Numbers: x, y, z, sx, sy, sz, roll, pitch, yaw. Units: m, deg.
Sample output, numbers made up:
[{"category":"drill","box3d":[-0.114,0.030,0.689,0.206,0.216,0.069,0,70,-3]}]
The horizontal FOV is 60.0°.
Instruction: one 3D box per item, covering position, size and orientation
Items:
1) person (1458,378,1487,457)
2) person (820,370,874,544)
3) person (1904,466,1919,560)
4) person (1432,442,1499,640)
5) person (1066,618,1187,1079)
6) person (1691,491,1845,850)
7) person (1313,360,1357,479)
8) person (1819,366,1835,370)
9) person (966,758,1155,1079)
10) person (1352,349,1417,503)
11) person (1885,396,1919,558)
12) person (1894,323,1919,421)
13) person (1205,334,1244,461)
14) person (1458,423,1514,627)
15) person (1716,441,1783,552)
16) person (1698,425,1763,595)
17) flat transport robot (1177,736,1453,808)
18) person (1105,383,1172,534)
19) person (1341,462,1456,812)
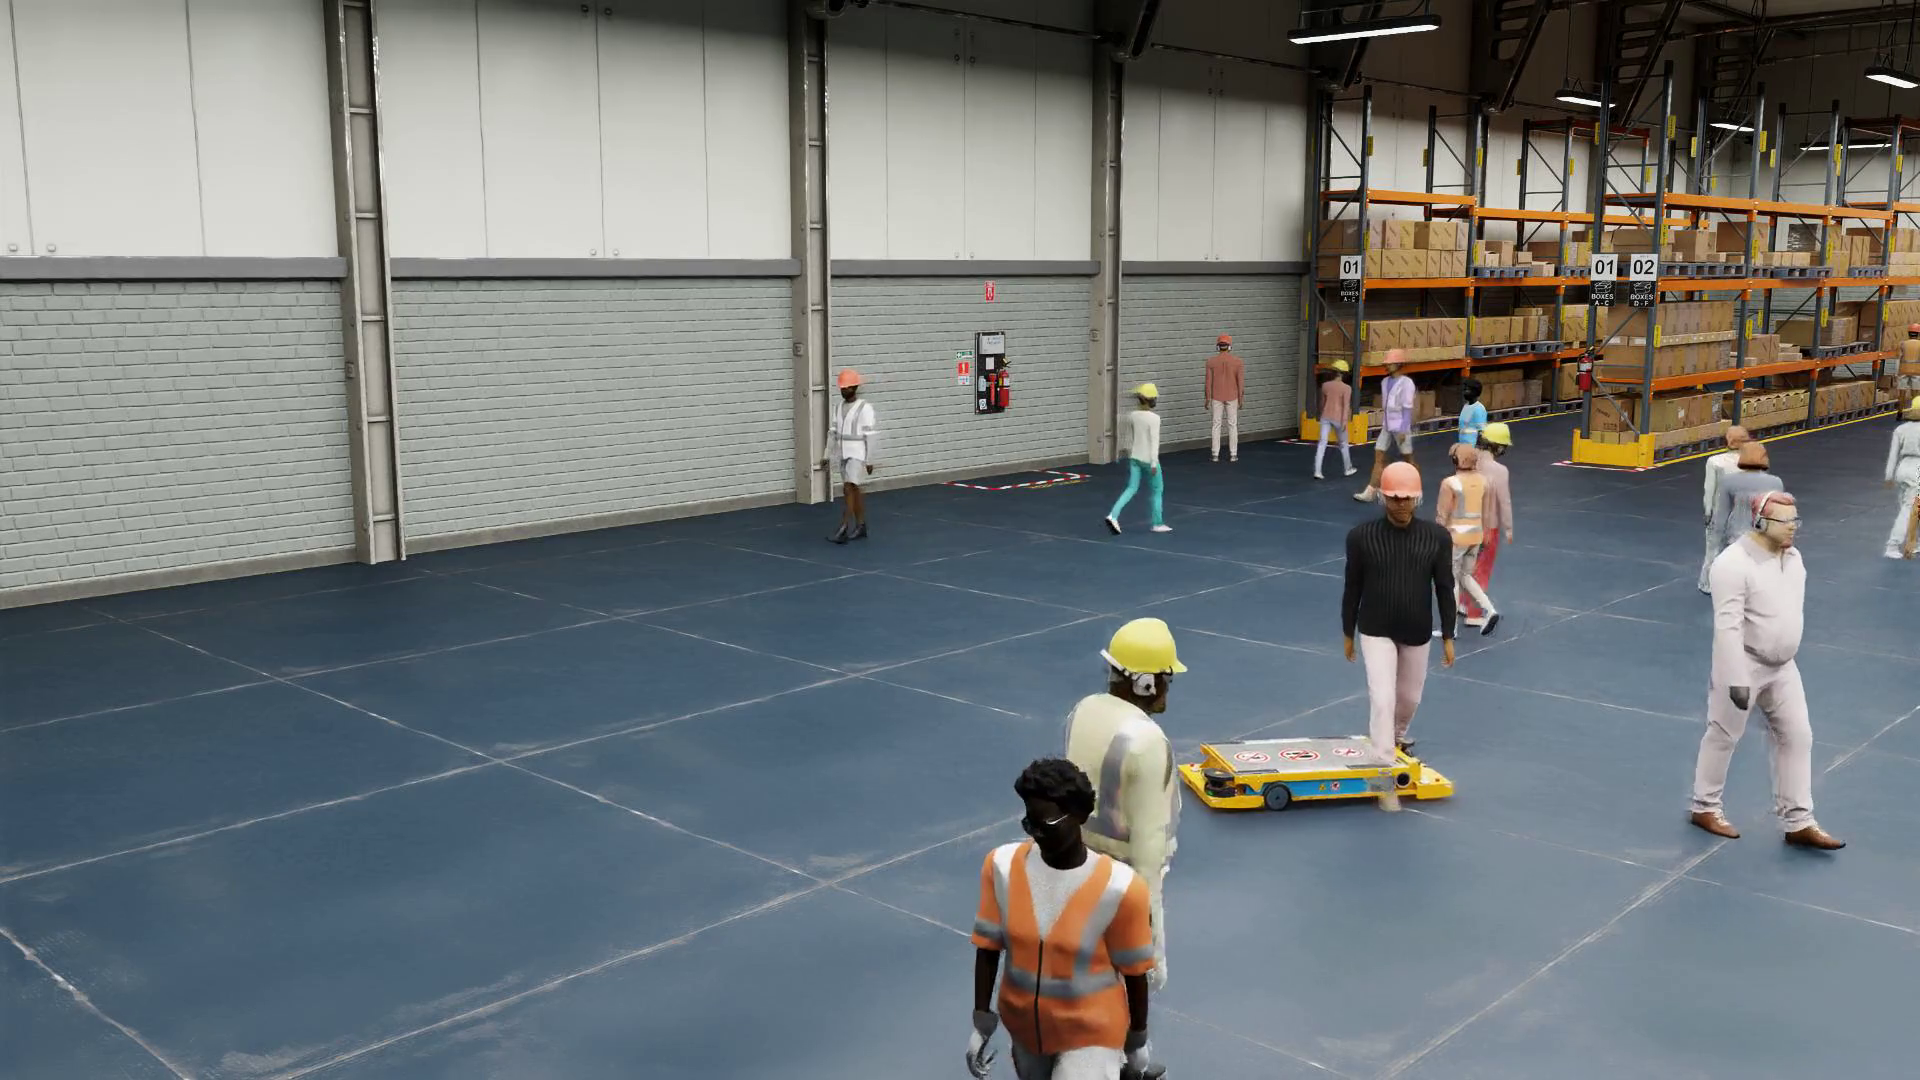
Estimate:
[{"category":"person","box3d":[6.204,-1.116,20.201,0.317,1.695,0.540,-1,9,-3]},{"category":"person","box3d":[-1.300,-0.905,18.286,0.808,1.910,0.555,-9,13,-43]},{"category":"person","box3d":[7.689,0.002,12.981,0.524,1.831,0.400,2,10,13]},{"category":"person","box3d":[4.107,0.026,13.485,0.531,1.626,0.453,-6,11,-33]},{"category":"person","box3d":[0.516,1.169,5.932,0.583,1.807,0.621,-4,10,-23]},{"category":"person","box3d":[4.242,0.692,8.653,0.661,1.874,0.872,-4,10,-26]},{"category":"person","box3d":[5.396,-1.729,23.923,0.525,1.708,0.956,8,12,41]},{"category":"person","box3d":[19.197,-3.996,37.104,0.808,1.919,0.553,-7,12,-37]},{"category":"person","box3d":[0.322,1.419,4.917,0.519,1.647,0.883,6,11,31]},{"category":"person","box3d":[5.579,-1.463,21.443,1.036,1.987,0.626,-4,10,-26]},{"category":"person","box3d":[10.001,-0.661,17.425,0.891,1.698,0.493,-5,11,-28]},{"category":"person","box3d":[18.713,-3.294,32.757,0.552,1.932,0.377,5,10,27]},{"category":"person","box3d":[4.134,-2.218,26.043,0.611,1.985,0.393,1,9,4]},{"category":"person","box3d":[4.429,-0.122,14.016,0.406,1.736,0.571,-4,10,-22]},{"category":"person","box3d":[6.595,-0.035,13.939,0.876,1.587,0.503,-8,12,-40]},{"category":"person","box3d":[7.012,-0.239,15.151,0.516,1.604,0.794,2,10,14]},{"category":"flat transport robot","box3d":[2.038,1.330,9.627,1.431,0.197,0.652,-1,9,-9]},{"category":"person","box3d":[2.043,-0.919,18.888,0.811,1.740,0.527,-6,11,-33]},{"category":"person","box3d":[2.516,0.495,9.615,0.623,1.959,0.959,1,9,5]}]
